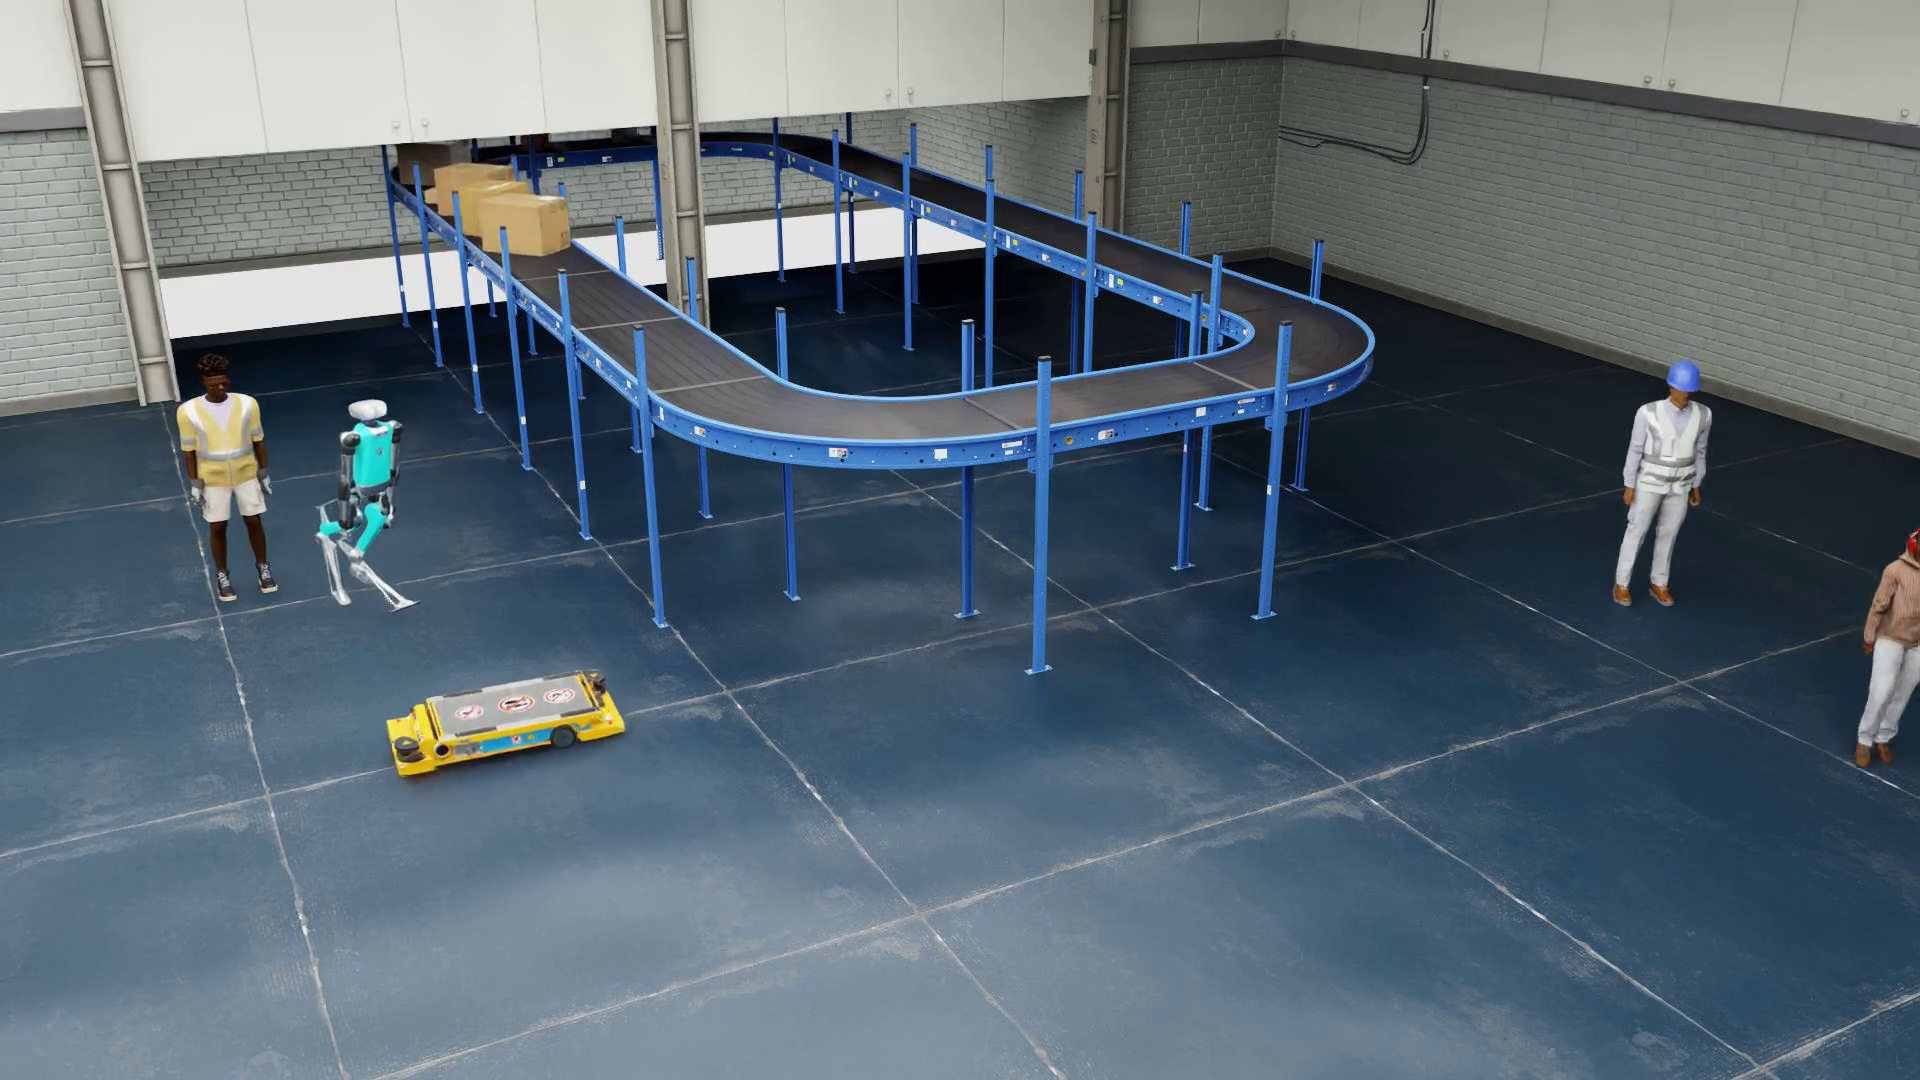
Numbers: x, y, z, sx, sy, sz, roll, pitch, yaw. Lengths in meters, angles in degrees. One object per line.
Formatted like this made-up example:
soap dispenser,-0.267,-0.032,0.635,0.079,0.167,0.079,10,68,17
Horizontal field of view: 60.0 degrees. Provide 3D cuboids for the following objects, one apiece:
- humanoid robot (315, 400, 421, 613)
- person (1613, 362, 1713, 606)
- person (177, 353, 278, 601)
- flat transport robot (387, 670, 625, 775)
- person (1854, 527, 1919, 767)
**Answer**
humanoid robot,-4.568,-0.247,12.531,1.020,1.719,0.569,12,25,28
person,5.373,-0.425,12.693,0.621,1.946,0.405,-1,22,-2
person,-5.644,-0.495,12.852,0.603,1.958,0.370,-13,25,-29
flat transport robot,-2.988,1.190,10.933,1.431,0.231,0.659,-9,24,-22
person,5.922,0.678,10.375,0.468,1.637,0.508,4,22,10
